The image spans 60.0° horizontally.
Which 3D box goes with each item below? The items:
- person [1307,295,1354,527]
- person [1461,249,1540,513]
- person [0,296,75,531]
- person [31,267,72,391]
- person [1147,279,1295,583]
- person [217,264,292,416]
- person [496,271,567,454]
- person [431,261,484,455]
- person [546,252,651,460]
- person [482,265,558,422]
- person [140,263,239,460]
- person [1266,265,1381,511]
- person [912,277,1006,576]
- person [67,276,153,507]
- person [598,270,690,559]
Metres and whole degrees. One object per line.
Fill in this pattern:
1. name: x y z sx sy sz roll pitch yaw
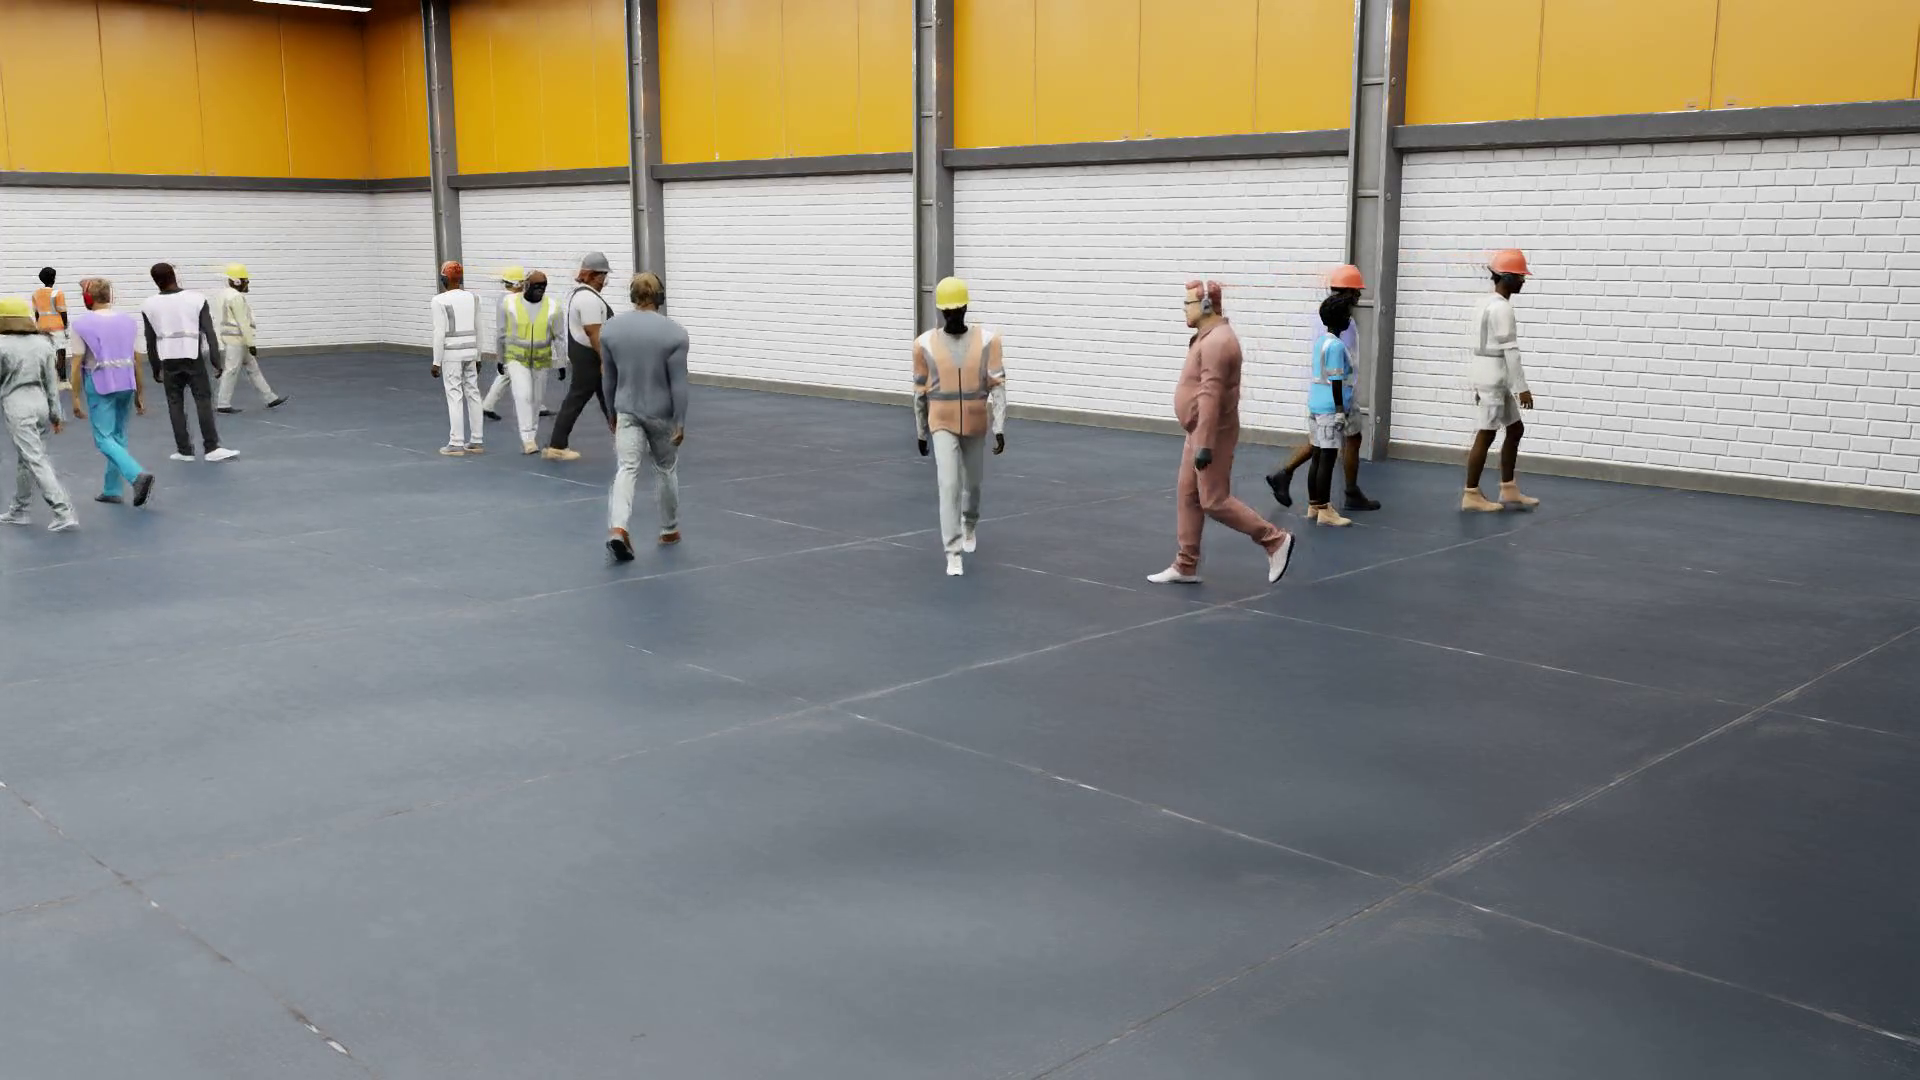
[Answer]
1. person: 2.735 -0.951 12.269 0.319 1.697 0.533 0 10 -1
2. person: 4.219 -1.192 12.686 0.738 2.020 0.618 3 11 14
3. person: -6.784 -0.915 12.077 0.898 1.698 0.498 4 11 23
4. person: -12.449 -2.890 22.838 0.540 1.699 0.316 3 11 16
5. person: 1.593 -0.631 10.050 0.796 1.877 0.641 0 10 2
6. person: -8.491 -2.386 19.840 0.911 1.785 0.618 -6 12 -28
7. person: -4.198 -1.738 16.327 0.640 1.783 0.839 -4 11 -23
8. person: -4.894 -1.764 16.195 0.355 1.883 0.573 7 12 33
9. person: -3.483 -1.781 15.854 1.054 2.000 0.691 -2 11 -12
10. person: -5.142 -2.254 19.116 0.934 1.792 0.601 -5 12 -26
11. person: -7.314 -1.683 15.790 0.762 1.873 0.404 -3 11 -15
12. person: 2.837 -1.158 12.828 0.832 1.912 0.552 -2 11 -9
13. person: -0.016 -0.764 10.783 0.596 1.887 0.932 -1 10 -7
14. person: -6.641 -1.155 13.057 0.793 1.822 0.576 6 12 28
15. person: -2.101 -0.838 11.080 0.628 1.911 0.952 1 10 3
